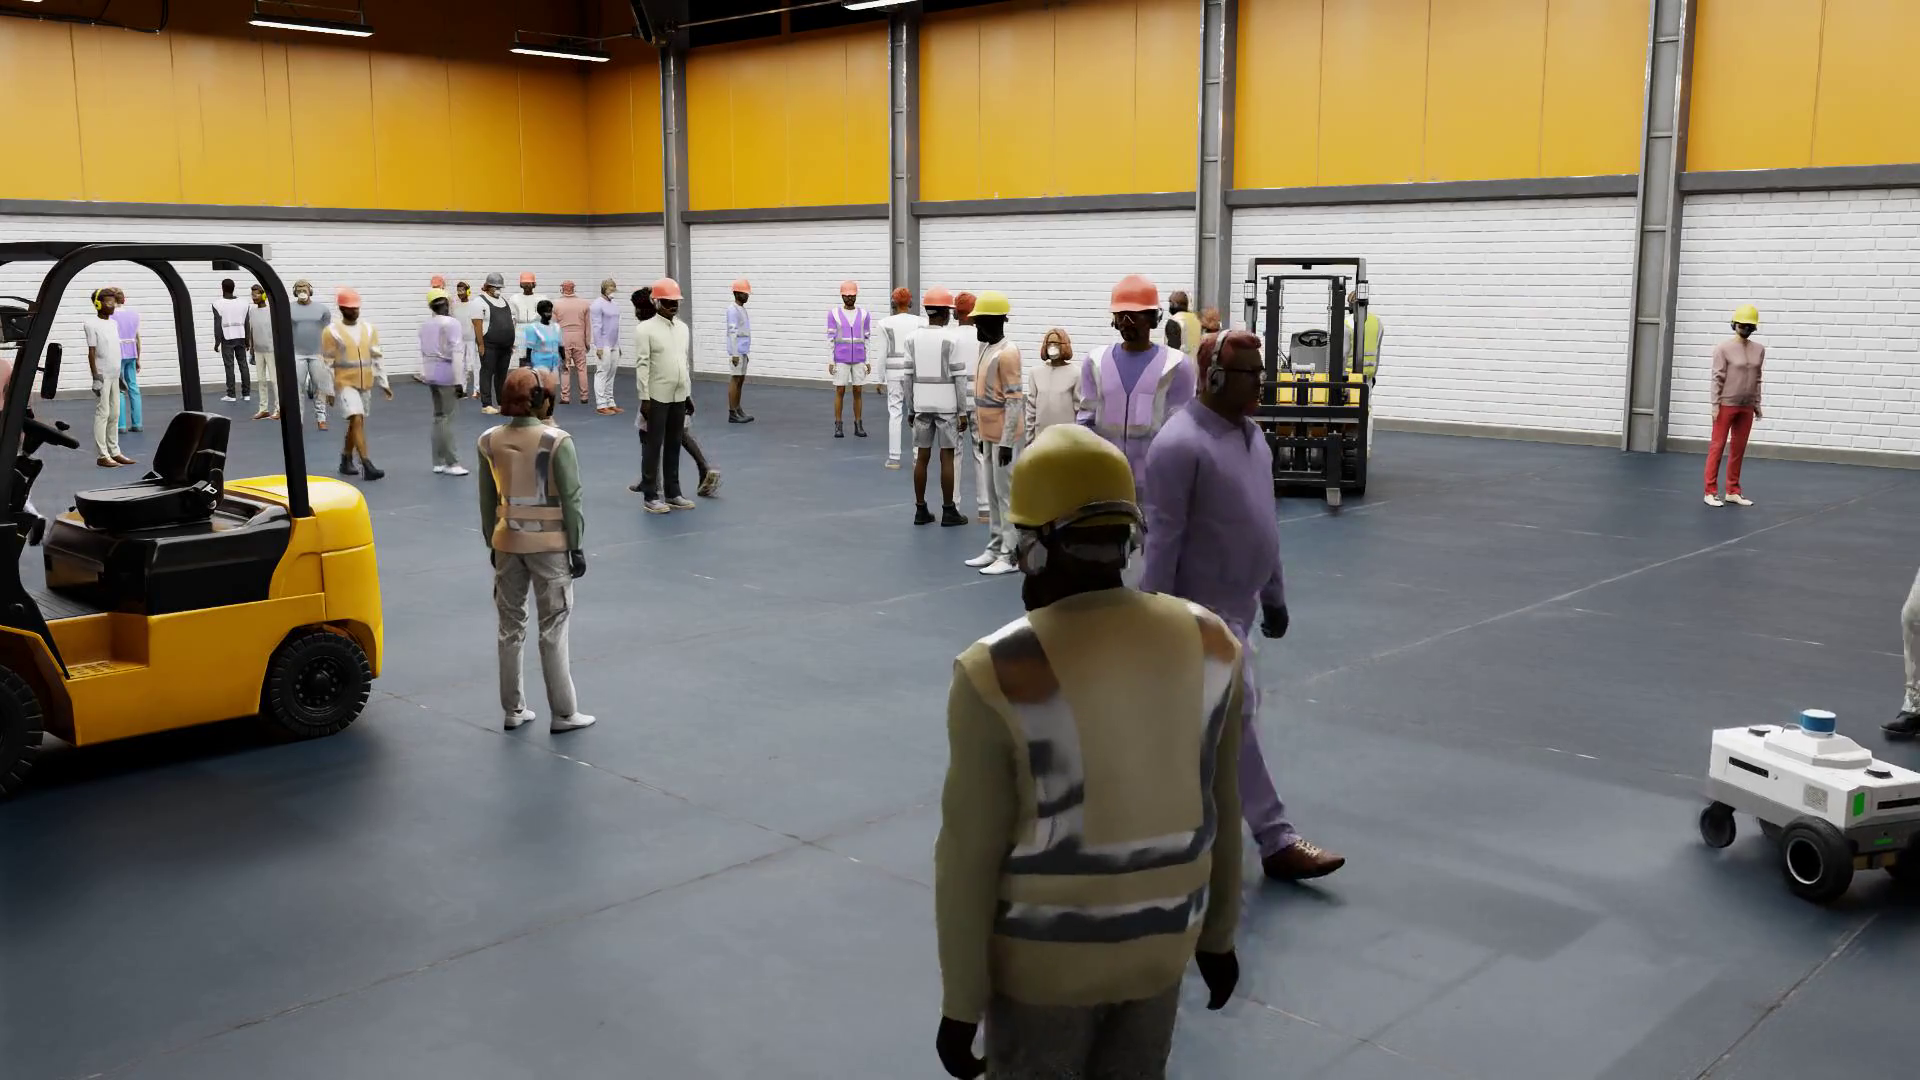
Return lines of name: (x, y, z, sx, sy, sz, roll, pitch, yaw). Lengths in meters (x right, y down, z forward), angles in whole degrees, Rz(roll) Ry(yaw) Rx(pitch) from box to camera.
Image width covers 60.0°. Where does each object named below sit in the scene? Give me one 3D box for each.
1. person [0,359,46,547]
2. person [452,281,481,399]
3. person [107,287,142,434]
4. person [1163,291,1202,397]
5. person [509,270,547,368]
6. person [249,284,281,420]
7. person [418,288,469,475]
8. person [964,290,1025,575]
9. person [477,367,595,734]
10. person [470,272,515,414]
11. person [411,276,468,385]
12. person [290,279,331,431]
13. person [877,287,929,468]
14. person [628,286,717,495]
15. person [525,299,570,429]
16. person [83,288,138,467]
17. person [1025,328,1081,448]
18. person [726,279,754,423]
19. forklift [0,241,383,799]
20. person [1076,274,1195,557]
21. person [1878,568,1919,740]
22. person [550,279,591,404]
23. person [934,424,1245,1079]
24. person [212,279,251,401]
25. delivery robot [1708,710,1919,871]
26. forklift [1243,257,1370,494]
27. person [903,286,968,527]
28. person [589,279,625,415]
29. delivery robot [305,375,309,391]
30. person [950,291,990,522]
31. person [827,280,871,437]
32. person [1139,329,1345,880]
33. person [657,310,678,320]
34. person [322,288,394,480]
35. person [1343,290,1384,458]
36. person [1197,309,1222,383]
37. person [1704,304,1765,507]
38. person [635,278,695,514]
person: (-6.944, -0.742, 11.929, 0.511, 1.748, 0.540, 3, 10, 16)
person: (-7.853, -3.171, 26.477, 0.518, 1.870, 0.323, 2, 10, 14)
person: (-10.553, -2.254, 20.927, 0.378, 1.844, 0.569, 4, 10, 24)
person: (2.425, -1.926, 19.018, 0.773, 1.813, 0.632, 8, 12, 39)
person: (-6.752, -3.193, 26.074, 0.607, 2.047, 0.366, -1, 9, -8)
person: (-9.543, -2.575, 22.839, 0.530, 1.864, 0.313, 3, 10, 18)
person: (-5.172, -1.598, 16.833, 0.755, 1.879, 0.388, 7, 12, 38)
person: (0.242, -0.727, 11.314, 0.384, 1.928, 0.589, -2, 10, -14)
person: (-1.903, 0.051, 7.429, 0.512, 1.638, 0.312, 3, 10, 19)
person: (-6.648, -2.836, 23.901, 0.537, 2.000, 0.678, 5, 10, 27)
person: (-9.292, -3.740, 29.734, 0.636, 1.933, 1.071, 8, 12, 41)
person: (-8.355, -2.359, 21.288, 0.638, 1.938, 0.356, -4, 10, -23)
person: (-0.587, -1.680, 17.304, 0.574, 1.880, 0.355, -2, 10, -13)
person: (-2.647, -1.338, 15.097, 0.879, 1.920, 0.639, 5, 10, 28)
person: (-5.317, -2.246, 21.371, 0.370, 1.679, 0.549, 6, 11, 34)
person: (-8.931, -1.700, 17.454, 0.329, 1.873, 0.508, 1, 9, 4)
person: (0.714, -0.767, 12.452, 0.503, 1.636, 0.280, 5, 10, 27)
person: (-2.955, -2.548, 22.455, 0.373, 1.933, 0.549, 1, 9, 8)
forklift: (-3.706, -0.171, 7.093, 1.214, 2.155, 2.313, 9, 13, 43)
person: (0.876, -0.318, 8.455, 0.608, 2.044, 0.370, 3, 10, 20)
person: (4.306, 0.013, 7.116, 0.652, 1.811, 0.628, -3, 10, -16)
person: (-5.994, -3.037, 25.544, 0.642, 1.909, 0.399, -5, 10, -27)
person: (0.259, 0.709, 2.875, 0.616, 1.808, 0.606, -5, 11, -28)
person: (-11.424, -3.137, 26.122, 0.391, 1.920, 0.593, 7, 12, 38)
delivery robot: (2.927, 0.826, 5.703, 0.477, 0.478, 0.707, -3, 10, -17)
forklift: (3.309, -1.629, 16.029, 1.214, 2.155, 2.313, 2, 9, 11)
person: (-0.179, -1.073, 13.411, 0.552, 1.934, 0.356, 5, 10, 27)
person: (-5.007, -2.740, 23.644, 0.371, 1.934, 0.627, 3, 10, 16)
delivery robot: (-10.638, -2.576, 26.565, 0.477, 0.478, 0.707, -5, 11, -29)
person: (0.060, -1.084, 13.630, 0.573, 1.887, 0.354, 1, 9, 8)
person: (-1.356, -2.227, 20.479, 0.552, 1.937, 0.356, -3, 10, -17)
person: (0.971, 0.210, 5.778, 0.912, 1.859, 0.669, 7, 11, 35)
person: (-4.355, -2.791, 24.660, 0.903, 1.703, 0.489, 8, 12, 42)
person: (-5.984, -1.542, 16.460, 0.984, 1.892, 0.565, 8, 12, 40)
person: (4.304, -1.797, 18.141, 0.635, 1.842, 0.429, -6, 11, -33)
person: (2.796, -1.850, 19.173, 0.628, 1.615, 0.501, 2, 9, 10)
person: (6.787, -1.167, 14.519, 0.526, 1.765, 0.329, -3, 10, -16)
person: (-2.498, -1.230, 14.195, 0.397, 1.992, 0.622, 6, 11, 32)
